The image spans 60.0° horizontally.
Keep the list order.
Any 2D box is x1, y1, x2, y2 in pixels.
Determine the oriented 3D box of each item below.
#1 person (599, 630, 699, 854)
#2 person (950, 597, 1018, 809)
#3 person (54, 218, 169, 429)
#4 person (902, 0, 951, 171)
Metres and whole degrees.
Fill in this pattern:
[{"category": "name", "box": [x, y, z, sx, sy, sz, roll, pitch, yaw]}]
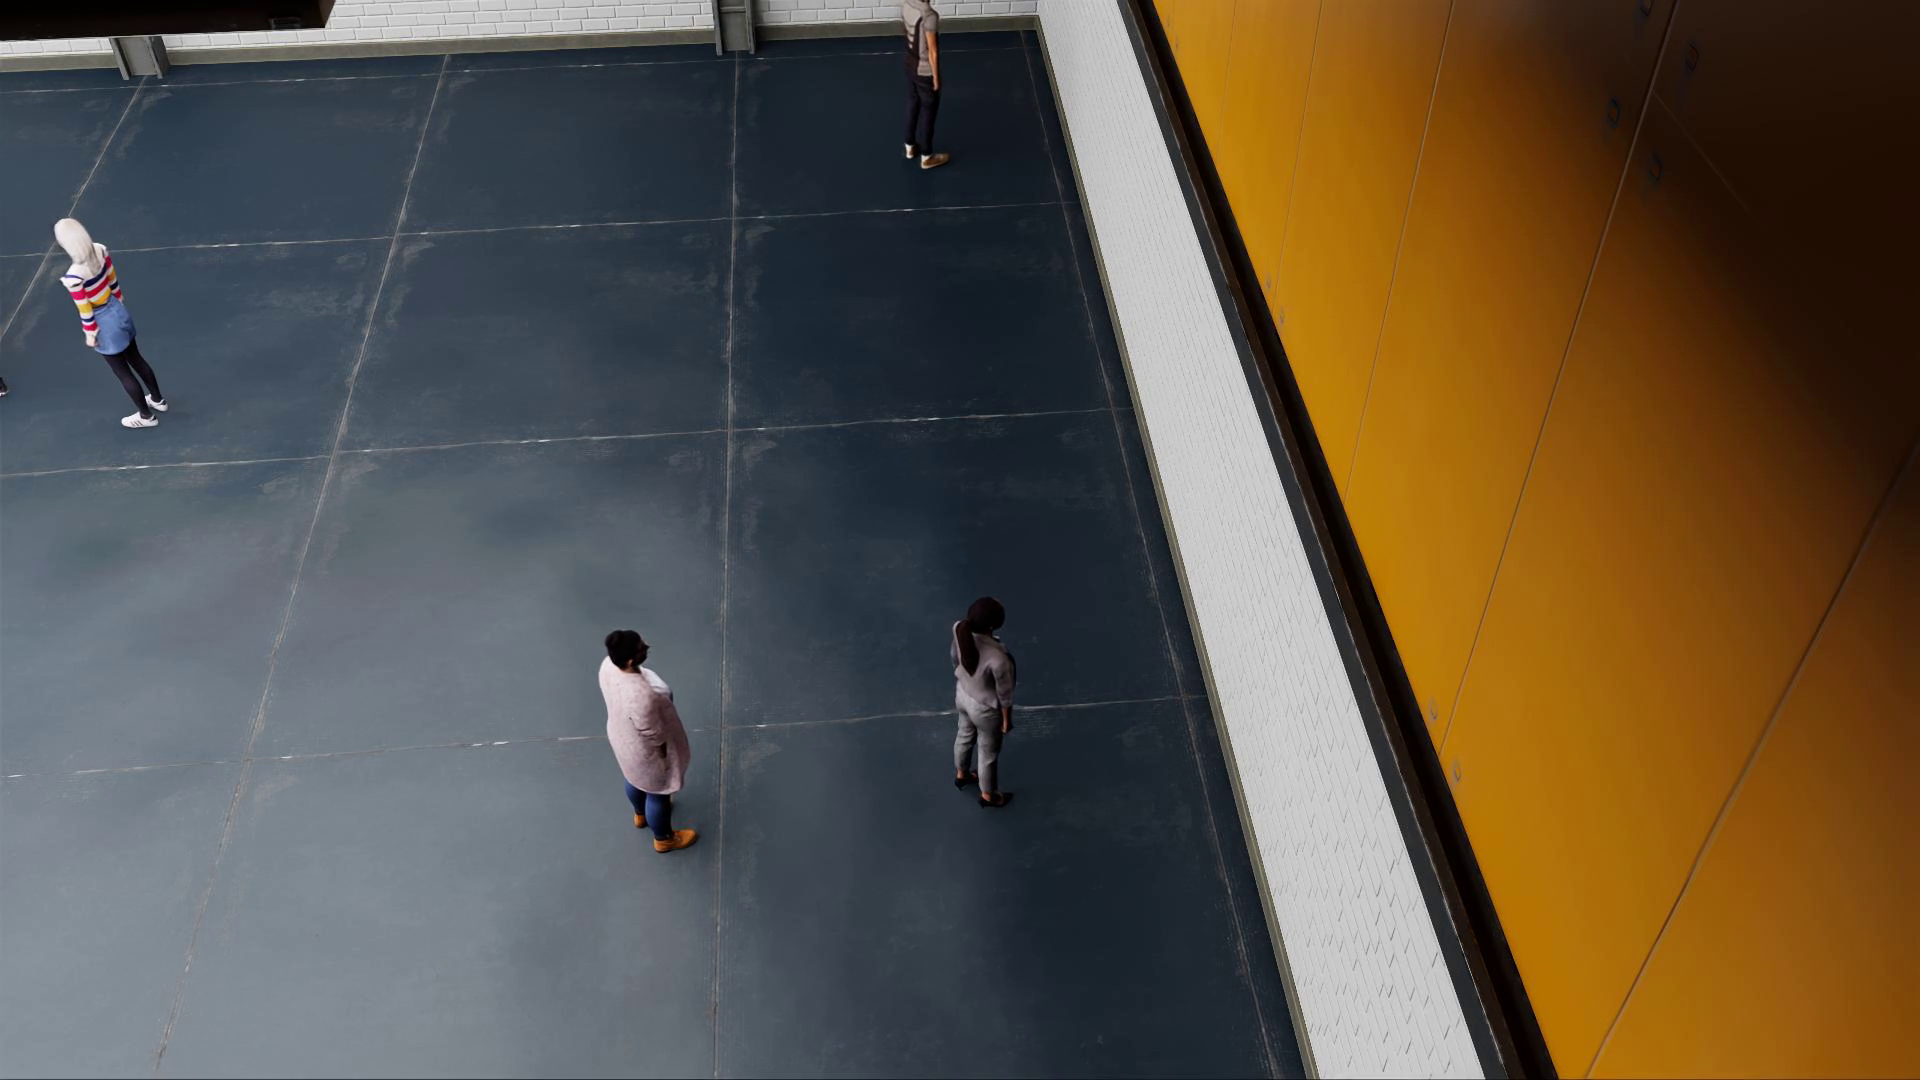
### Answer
[{"category": "person", "box": [-1.824, 1.132, 9.532, 0.804, 1.742, 0.797, -25, 49, -24]}, {"category": "person", "box": [0.121, 0.954, 9.766, 0.755, 1.676, 0.721, -31, 52, -28]}, {"category": "person", "box": [-6.327, -1.620, 12.371, 0.601, 1.811, 0.698, 5, 44, 6]}, {"category": "person", "box": [-0.347, -4.299, 15.125, 0.729, 1.892, 0.732, -26, 49, -25]}]
